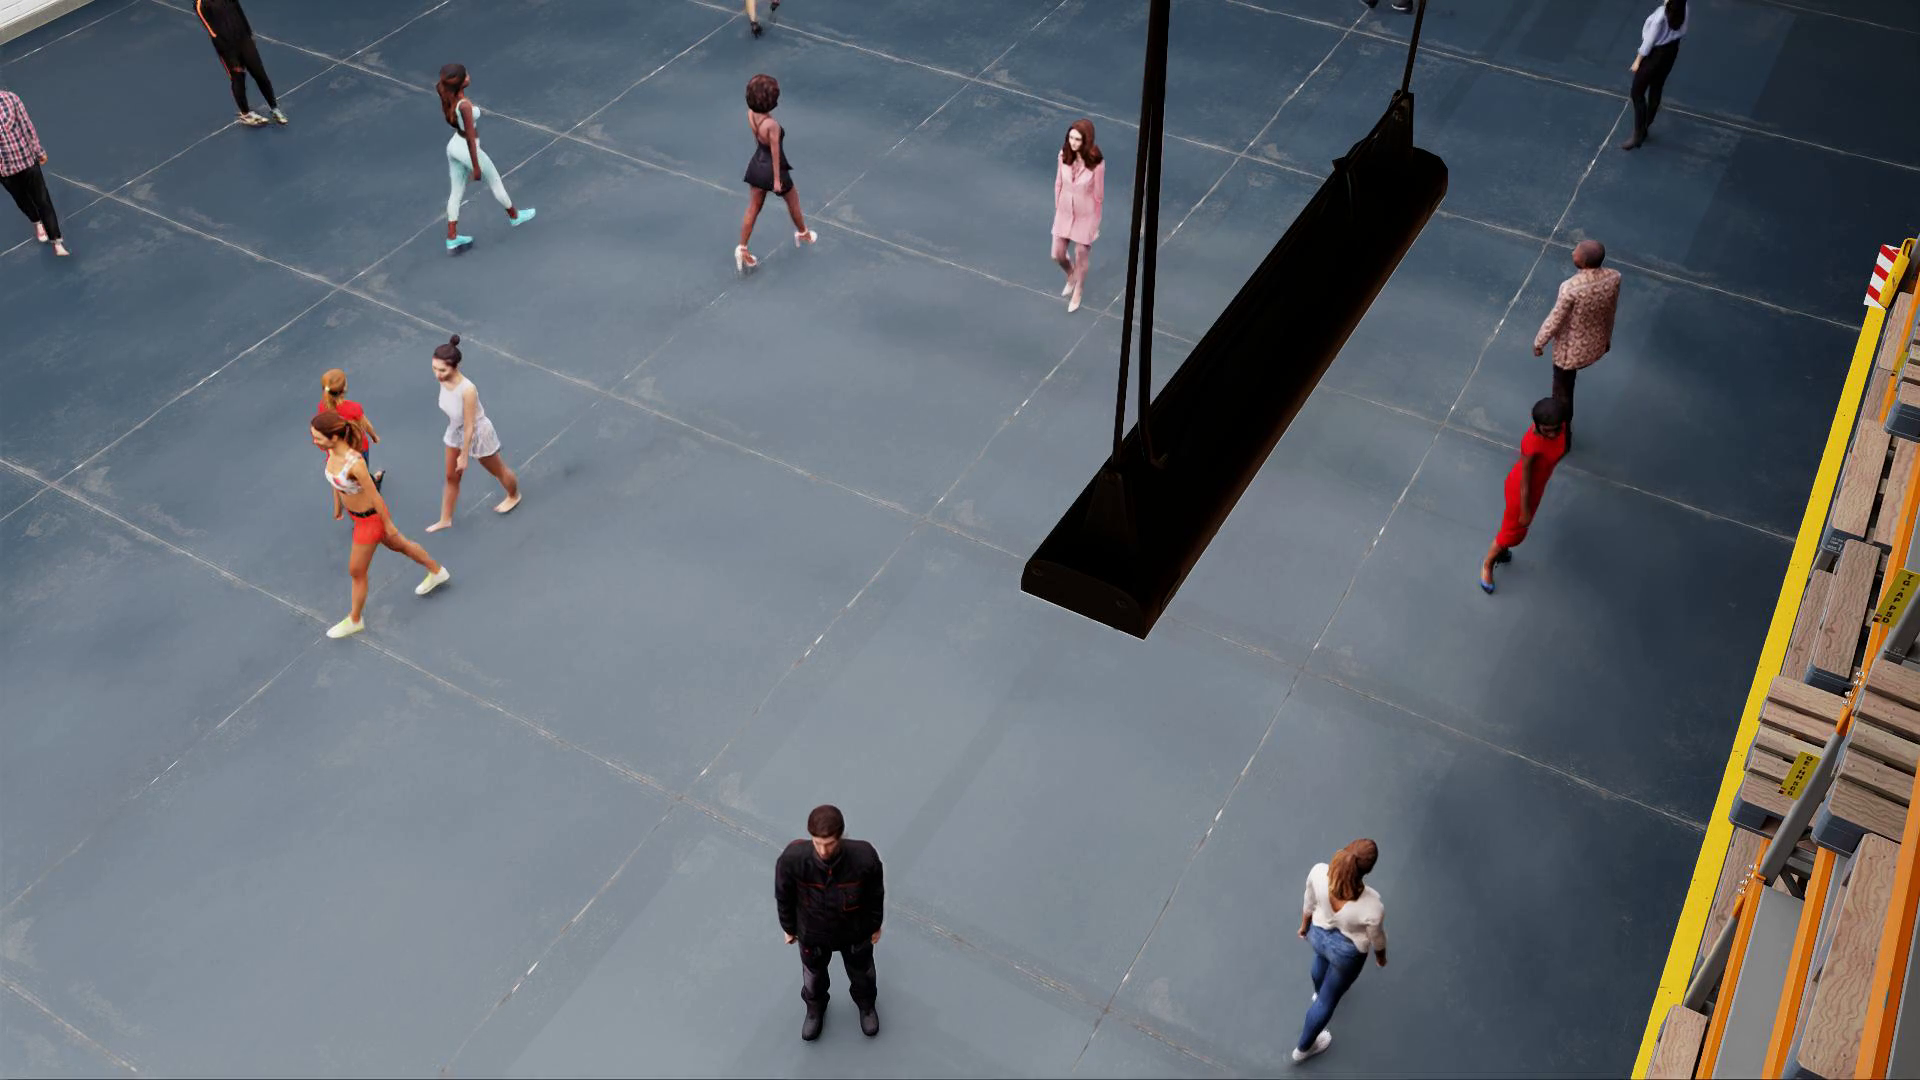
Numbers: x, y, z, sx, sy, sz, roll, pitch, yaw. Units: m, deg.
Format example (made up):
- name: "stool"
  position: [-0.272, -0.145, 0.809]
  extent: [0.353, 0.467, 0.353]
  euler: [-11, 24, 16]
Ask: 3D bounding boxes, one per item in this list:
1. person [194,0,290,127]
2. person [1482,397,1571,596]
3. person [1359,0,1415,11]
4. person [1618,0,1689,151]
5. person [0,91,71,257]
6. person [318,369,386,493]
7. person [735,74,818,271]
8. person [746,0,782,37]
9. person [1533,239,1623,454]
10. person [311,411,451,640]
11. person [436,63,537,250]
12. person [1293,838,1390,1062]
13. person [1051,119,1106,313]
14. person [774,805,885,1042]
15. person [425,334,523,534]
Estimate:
- name: "person"
  position: [-6.983, -4.747, 15.926]
  extent: [0.793, 1.767, 0.668]
  euler: [11, 45, 12]
- name: "person"
  position: [3.871, -0.381, 11.375]
  extent: [0.799, 1.724, 0.526]
  euler: [21, 47, 20]
- name: "person"
  position: [4.848, -6.284, 17.927]
  extent: [0.760, 1.232, 0.841]
  euler: [5, 44, 5]
- name: "person"
  position: [6.659, -4.566, 15.767]
  extent: [0.701, 1.725, 0.859]
  euler: [-14, 45, -14]
- name: "person"
  position: [-8.242, -3.321, 14.458]
  extent: [1.181, 1.727, 1.128]
  euler: [-22, 48, -21]
- name: "person"
  position: [-4.398, -0.614, 11.935]
  extent: [0.649, 1.288, 0.882]
  euler: [7, 44, 7]
- name: "person"
  position: [-1.709, -3.087, 14.201]
  extent: [1.132, 1.744, 0.776]
  euler: [-33, 52, -30]
- name: "person"
  position: [-2.168, -6.045, 17.469]
  extent: [0.771, 1.519, 1.041]
  euler: [8, 44, 8]
- name: "person"
  position: [4.643, -1.392, 12.394]
  extent: [0.939, 1.782, 0.998]
  euler: [-14, 45, -15]
- name: "person"
  position: [-3.889, -0.186, 11.161]
  extent: [1.222, 1.735, 0.872]
  euler: [-30, 51, -28]
- name: "person"
  position: [-4.353, -3.301, 14.472]
  extent: [1.177, 1.680, 0.802]
  euler: [-33, 52, -29]
- name: "person"
  position: [1.949, 2.162, 8.714]
  extent: [0.933, 1.712, 0.788]
  euler: [-30, 51, -28]
- name: "person"
  position: [1.026, -2.709, 13.769]
  extent: [0.620, 1.792, 0.638]
  euler: [20, 47, 20]
- name: "person"
  position: [-0.663, 2.008, 8.783]
  extent: [0.796, 1.839, 0.795]
  euler: [-3, 44, -3]
- name: "person"
  position: [-3.421, -0.789, 11.895]
  extent: [0.644, 1.596, 0.999]
  euler: [29, 51, 27]
